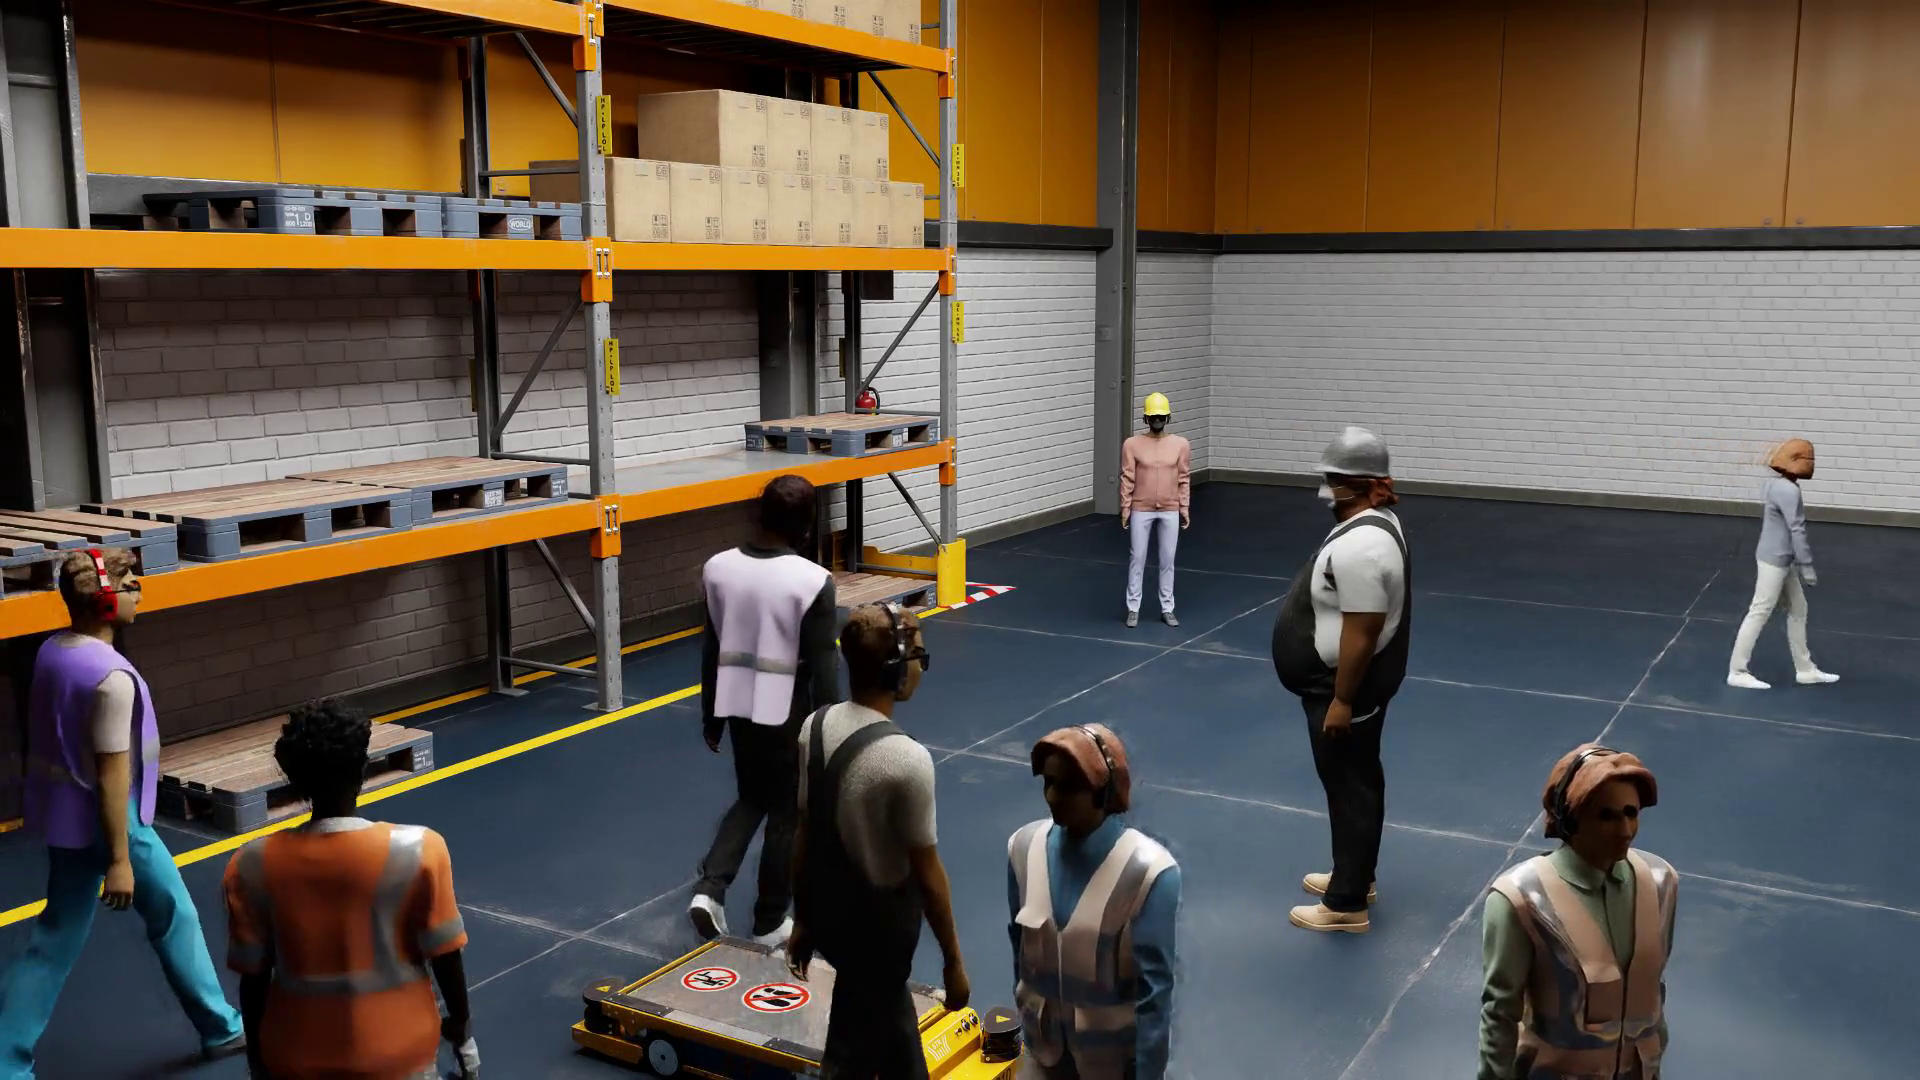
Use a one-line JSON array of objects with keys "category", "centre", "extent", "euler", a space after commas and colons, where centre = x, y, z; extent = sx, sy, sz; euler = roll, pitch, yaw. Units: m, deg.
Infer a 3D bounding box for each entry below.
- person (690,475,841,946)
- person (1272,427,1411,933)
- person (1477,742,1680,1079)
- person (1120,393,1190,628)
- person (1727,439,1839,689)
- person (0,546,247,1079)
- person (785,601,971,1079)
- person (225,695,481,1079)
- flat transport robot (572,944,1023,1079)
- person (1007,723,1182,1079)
[{"category": "person", "centre": [-0.767, 0.694, 6.389], "extent": [0.607, 1.889, 0.514], "euler": [5, 10, 29]}, {"category": "person", "centre": [1.540, 0.553, 6.768], "extent": [0.539, 2.000, 0.688], "euler": [3, 10, 20]}, {"category": "person", "centre": [1.359, 1.246, 3.690], "extent": [0.518, 1.639, 0.312], "euler": [-4, 10, -22]}, {"category": "person", "centre": [1.462, -0.218, 12.435], "extent": [0.535, 1.767, 0.315], "euler": [-1, 9, -4]}, {"category": "person", "centre": [5.293, 0.170, 10.533], "extent": [0.764, 1.605, 0.520], "euler": [4, 10, 21]}, {"category": "person", "centre": [-2.730, 0.909, 5.320], "extent": [0.581, 1.799, 0.955], "euler": [8, 12, 39]}, {"category": "person", "centre": [-0.239, 1.052, 4.444], "extent": [0.934, 1.800, 0.539], "euler": [-6, 11, -34]}, {"category": "person", "centre": [-1.418, 1.210, 3.817], "extent": [0.559, 1.666, 0.711], "euler": [0, 9, 2]}, {"category": "flat transport robot", "centre": [-0.539, 1.630, 5.552], "extent": [1.431, 0.197, 0.652], "euler": [5, 11, 30]}, {"category": "person", "centre": [0.342, 1.209, 4.024], "extent": [0.508, 1.605, 0.829], "euler": [7, 11, 36]}]
